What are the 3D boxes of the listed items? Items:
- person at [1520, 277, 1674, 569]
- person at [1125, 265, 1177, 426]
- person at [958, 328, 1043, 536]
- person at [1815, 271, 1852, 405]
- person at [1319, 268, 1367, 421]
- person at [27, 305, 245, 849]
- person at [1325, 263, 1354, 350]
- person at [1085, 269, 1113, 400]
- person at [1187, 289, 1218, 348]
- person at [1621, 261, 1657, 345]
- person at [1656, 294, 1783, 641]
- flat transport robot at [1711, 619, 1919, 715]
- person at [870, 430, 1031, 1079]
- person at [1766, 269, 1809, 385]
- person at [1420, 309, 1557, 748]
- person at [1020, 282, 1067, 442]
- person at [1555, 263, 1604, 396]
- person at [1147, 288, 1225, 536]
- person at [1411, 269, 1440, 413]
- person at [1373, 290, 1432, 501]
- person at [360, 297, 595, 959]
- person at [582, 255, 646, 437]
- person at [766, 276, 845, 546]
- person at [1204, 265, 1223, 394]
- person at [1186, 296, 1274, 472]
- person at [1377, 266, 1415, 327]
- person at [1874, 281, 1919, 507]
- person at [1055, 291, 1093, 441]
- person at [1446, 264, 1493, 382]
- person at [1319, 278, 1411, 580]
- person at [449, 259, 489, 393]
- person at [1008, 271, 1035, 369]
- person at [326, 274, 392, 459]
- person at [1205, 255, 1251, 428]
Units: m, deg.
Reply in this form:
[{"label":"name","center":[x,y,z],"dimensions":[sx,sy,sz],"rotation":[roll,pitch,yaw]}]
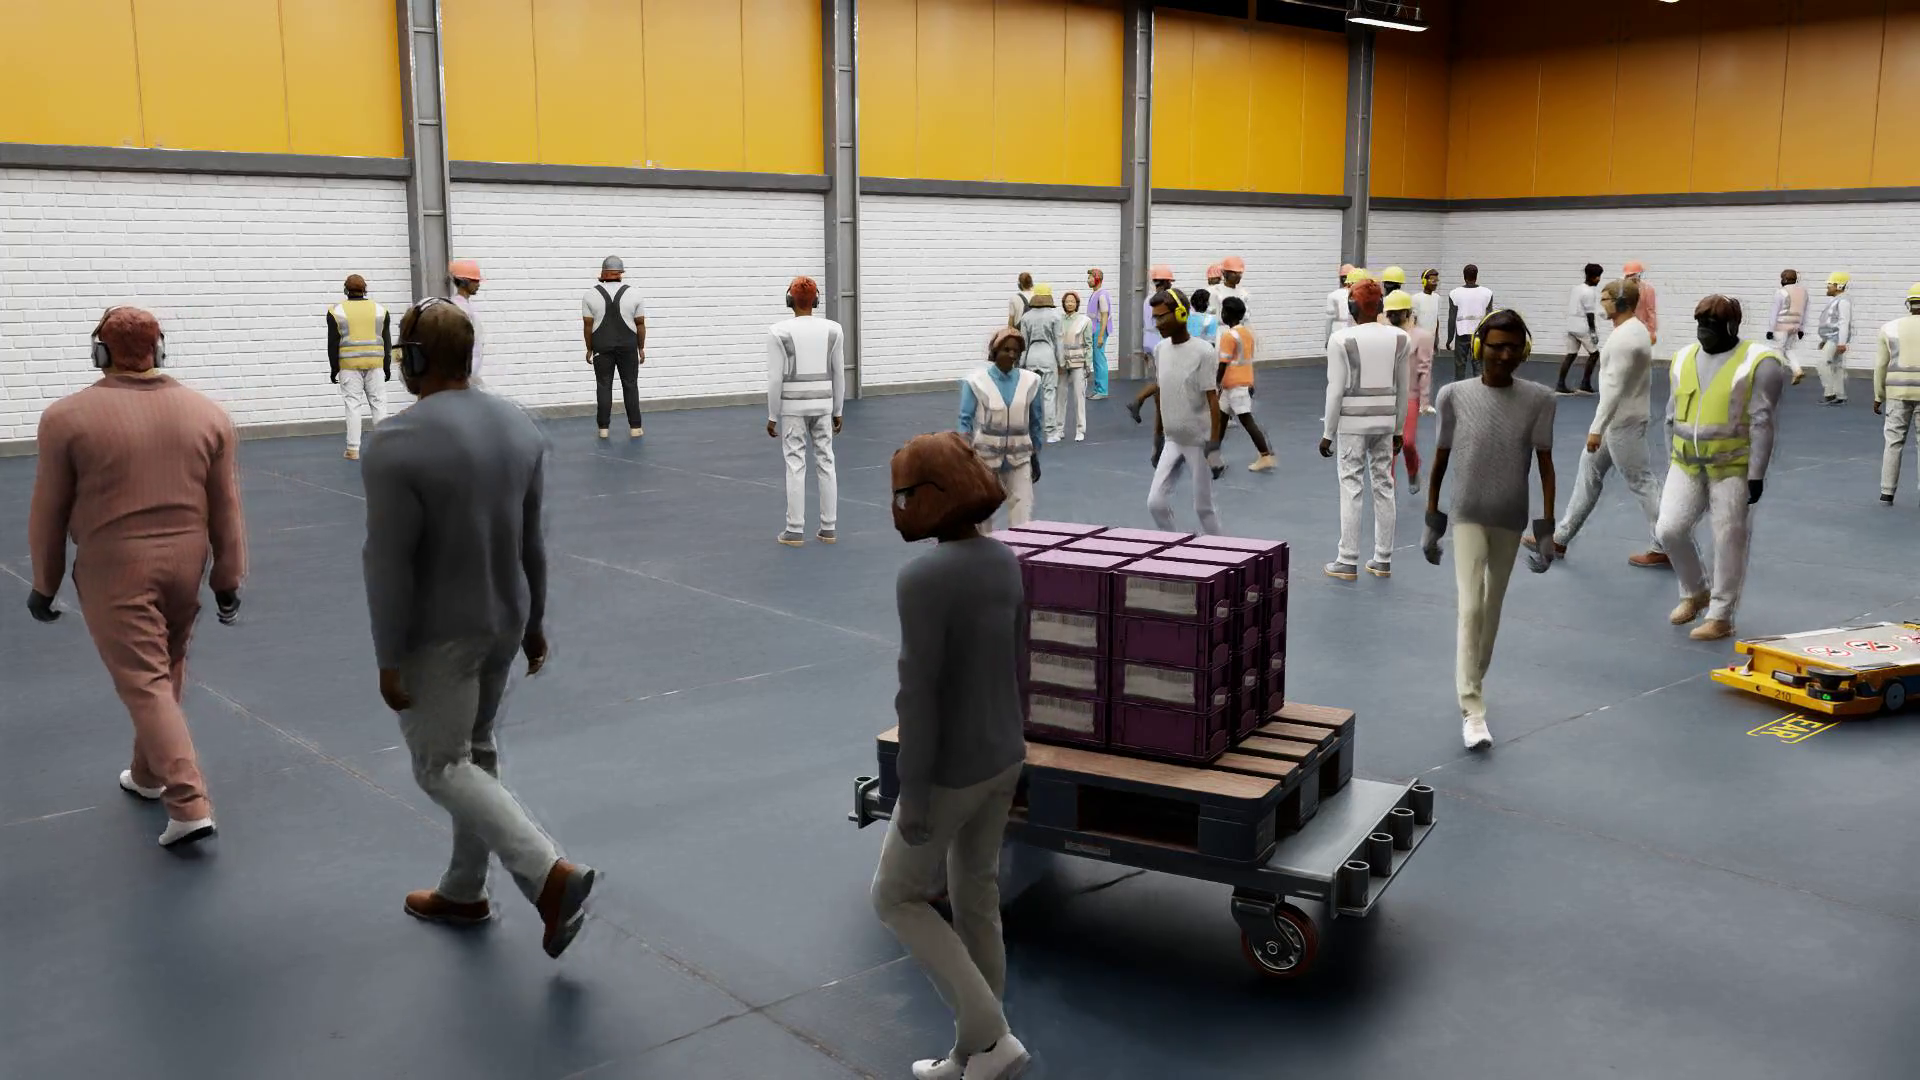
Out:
[{"label":"person","center":[4.258,-0.759,10.844],"dimensions":[1.012,1.884,0.651],"rotation":[4,10,22]},{"label":"person","center":[2.278,-2.271,19.604],"dimensions":[0.675,1.919,0.557],"rotation":[-3,10,-20]},{"label":"person","center":[0.258,-0.439,9.794],"dimensions":[0.546,1.591,0.850],"rotation":[-2,10,-12]},{"label":"person","center":[11.799,-2.724,22.516],"dimensions":[0.533,1.818,0.589],"rotation":[3,10,20]},{"label":"person","center":[4.931,-2.358,20.238],"dimensions":[0.941,1.885,0.599],"rotation":[1,10,5]},{"label":"person","center":[-2.862,0.115,5.828],"dimensions":[1.004,1.861,0.642],"rotation":[7,12,37]},{"label":"person","center":[5.160,-2.730,22.260],"dimensions":[0.557,1.921,0.409],"rotation":[2,10,11]},{"label":"person","center":[1.957,-2.885,23.408],"dimensions":[0.373,1.840,0.569],"rotation":[-1,10,-7]},{"label":"person","center":[2.702,-2.027,18.956],"dimensions":[0.540,1.661,0.859],"rotation":[8,13,40]},{"label":"person","center":[9.481,-2.920,23.304],"dimensions":[0.580,1.954,0.640],"rotation":[-3,10,-14]},{"label":"person","center":[3.982,-0.375,8.773],"dimensions":[0.436,1.830,0.642],"rotation":[-7,12,-36]},{"label":"flat transport robot","center":[4.286,0.576,7.744],"dimensions":[1.431,0.197,0.652],"rotation":[-4,11,-24]},{"label":"person","center":[-0.005,0.551,3.940],"dimensions":[0.356,1.613,0.529],"rotation":[6,11,32]},{"label":"person","center":[12.697,-3.248,25.587],"dimensions":[0.630,1.831,0.444],"rotation":[-4,10,-21]},{"label":"person","center":[2.248,-0.069,7.049],"dimensions":[0.520,1.803,0.999],"rotation":[1,10,7]},{"label":"person","center":[0.906,-1.936,18.175],"dimensions":[0.497,1.739,0.312],"rotation":[5,11,26]},{"label":"person","center":[9.003,-3.026,24.003],"dimensions":[0.670,1.927,0.655],"rotation":[0,10,-2]},{"label":"person","center":[1.322,-0.550,9.763],"dimensions":[0.637,1.828,0.661],"rotation":[-8,12,-39]},{"label":"person","center":[6.023,-2.570,21.539],"dimensions":[0.506,1.861,0.329],"rotation":[-6,12,-33]},{"label":"person","center":[3.612,-1.178,13.681],"dimensions":[0.536,1.749,0.444],"rotation":[7,12,34]},{"label":"person","center":[-1.370,0.269,4.766],"dimensions":[0.786,1.919,0.636],"rotation":[5,11,29]},{"label":"person","center":[-3.877,-2.178,18.689],"dimensions":[0.688,2.000,0.536],"rotation":[-2,10,-10]},{"label":"person","center":[-1.083,-0.896,11.652],"dimensions":[0.573,1.882,0.356],"rotation":[-5,11,-26]},{"label":"person","center":[3.673,-3.026,24.118],"dimensions":[0.543,1.894,1.011],"rotation":[9,13,43]},{"label":"person","center":[2.585,-1.460,15.640],"dimensions":[0.890,1.649,0.538],"rotation":[5,11,26]},{"label":"person","center":[4.458,-1.878,17.303],"dimensions":[0.622,1.909,0.465],"rotation":[9,13,43]},{"label":"person","center":[7.711,-1.175,13.440],"dimensions":[0.592,1.828,0.404],"rotation":[6,12,33]},{"label":"person","center":[1.205,-1.904,18.244],"dimensions":[0.523,1.645,0.306],"rotation":[4,11,23]},{"label":"person","center":[6.794,-2.713,22.198],"dimensions":[0.587,1.913,0.391],"rotation":[1,10,3]},{"label":"person","center":[2.534,-0.690,10.430],"dimensions":[0.573,1.887,0.354],"rotation":[-3,10,-16]},{"label":"person","center":[-4.828,-1.695,16.011],"dimensions":[1.018,2.005,0.615],"rotation":[-3,10,-19]},{"label":"person","center":[0.919,-2.731,22.584],"dimensions":[0.509,1.820,0.704],"rotation":[-3,10,-17]},{"label":"person","center":[-6.006,-1.730,16.656],"dimensions":[0.623,1.844,0.429],"rotation":[-6,11,-32]},{"label":"person","center":[3.169,-2.323,19.542],"dimensions":[0.618,2.031,0.418],"rotation":[-5,11,-28]}]
